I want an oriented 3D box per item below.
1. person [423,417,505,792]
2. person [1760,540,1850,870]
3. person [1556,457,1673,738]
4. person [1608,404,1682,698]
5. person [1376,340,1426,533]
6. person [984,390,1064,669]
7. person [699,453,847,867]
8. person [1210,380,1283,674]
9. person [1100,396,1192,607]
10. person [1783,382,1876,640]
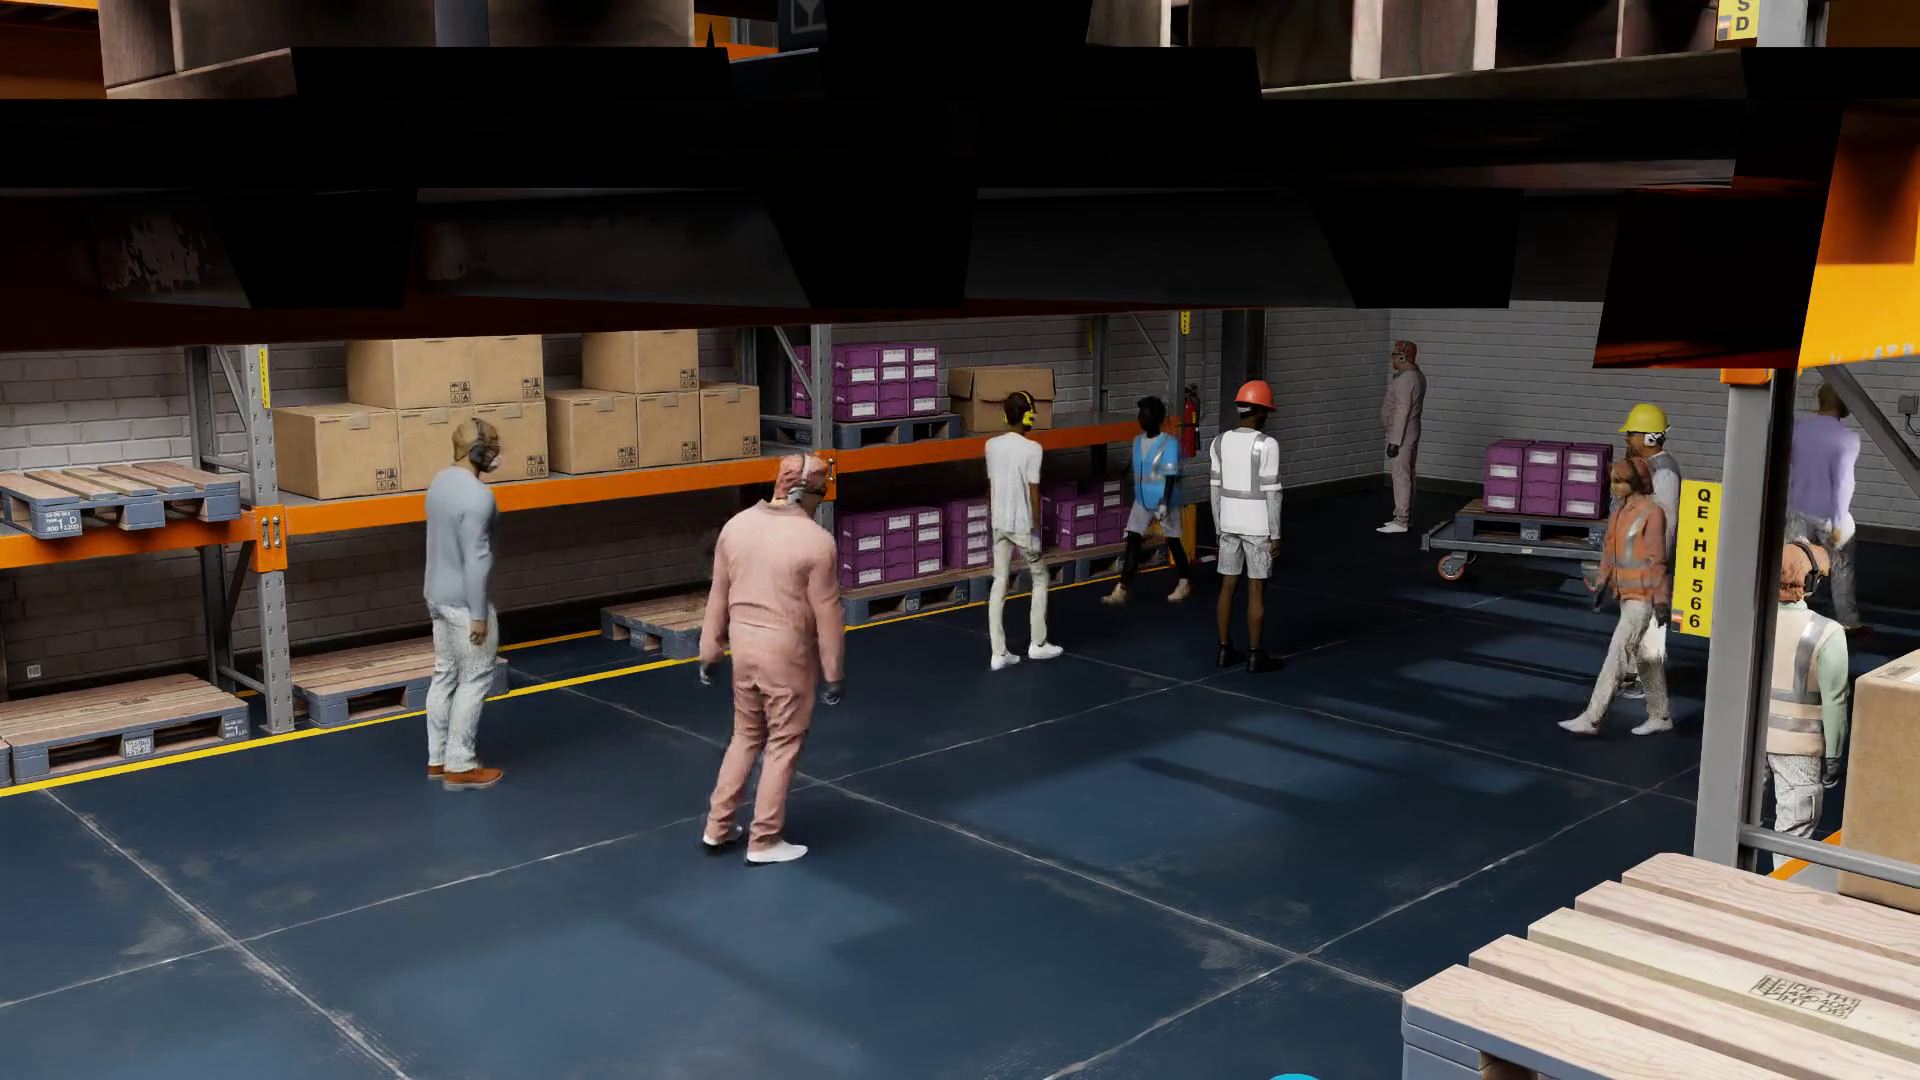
[{"bbox_3d":[-2.557,0.326,8.611,0.420,1.919,0.654,-8,13,-40],"label":"person"},{"bbox_3d":[3.221,0.815,6.538,0.310,1.642,0.514,-6,11,-31],"label":"person"},{"bbox_3d":[3.732,0.335,9.437,0.819,1.596,0.525,0,10,-3],"label":"person"},{"bbox_3d":[4.241,0.067,10.358,0.403,1.830,0.599,1,10,5],"label":"person"},{"bbox_3d":[4.374,-1.021,16.511,0.408,1.908,0.641,5,11,27],"label":"person"},{"bbox_3d":[0.423,-0.080,11.175,0.546,1.842,0.760,8,12,38],"label":"person"},{"bbox_3d":[-0.816,0.541,7.491,0.673,1.866,0.465,7,12,35],"label":"person"},{"bbox_3d":[1.909,-0.087,10.982,0.373,1.928,0.543,-9,13,-43],"label":"person"},{"bbox_3d":[1.512,-0.295,13.004,0.872,1.647,0.541,-8,12,-38],"label":"person"},{"bbox_3d":[6.058,-0.202,11.762,1.008,1.895,0.638,-3,10,-18],"label":"person"}]
